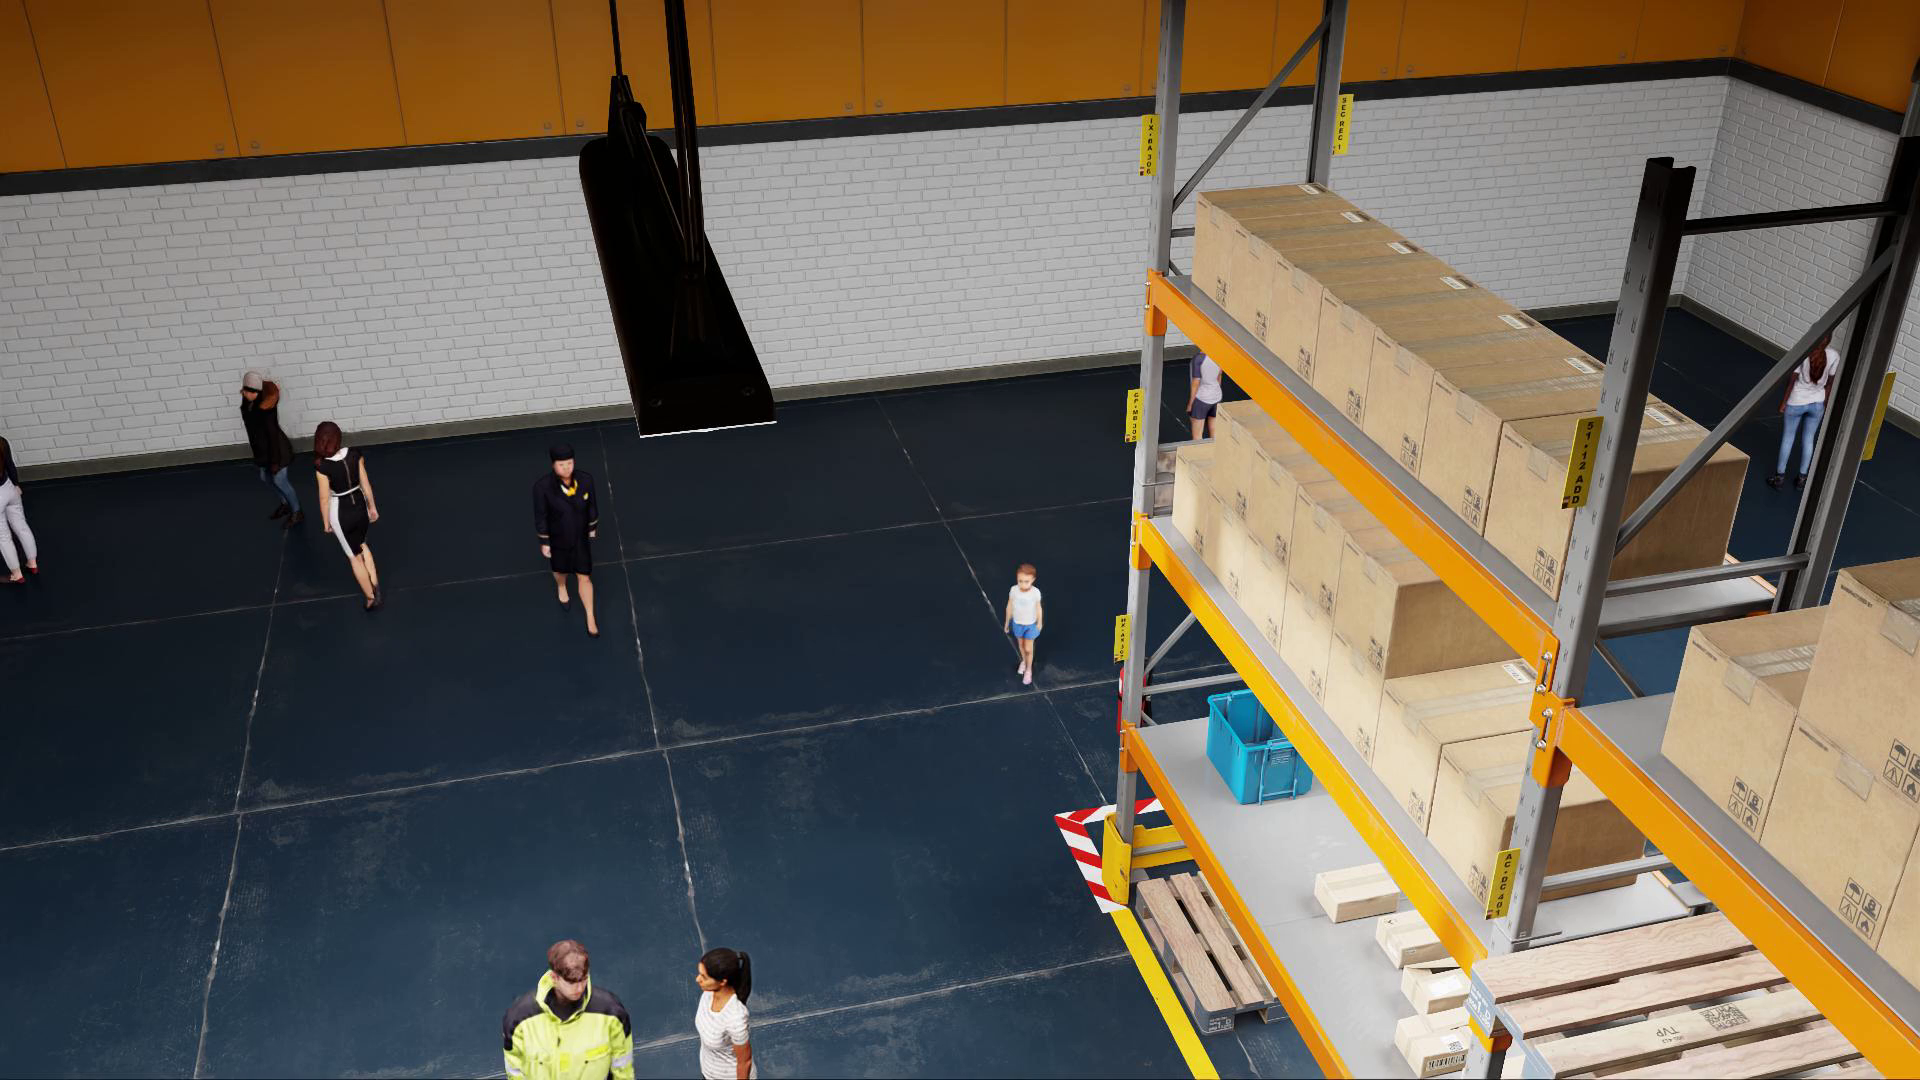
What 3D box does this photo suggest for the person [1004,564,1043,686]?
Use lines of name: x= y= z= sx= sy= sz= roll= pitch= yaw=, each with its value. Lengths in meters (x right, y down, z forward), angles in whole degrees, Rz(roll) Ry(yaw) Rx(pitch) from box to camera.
person: x=0.534 y=0.612 z=13.241 sx=0.553 sy=1.010 sz=0.618 roll=12 pitch=31 yaw=21

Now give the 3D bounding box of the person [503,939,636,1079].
person: x=-1.957 y=2.722 z=8.390 sx=0.798 sy=1.952 sz=0.749 roll=-5 pitch=29 yaw=-9

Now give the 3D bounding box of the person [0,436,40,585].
person: x=-8.355 y=-0.369 z=14.415 sx=0.743 sy=1.608 sz=0.638 roll=8 pitch=30 yaw=15

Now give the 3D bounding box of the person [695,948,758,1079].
person: x=-1.193 y=2.761 z=8.638 sx=0.675 sy=1.646 sz=0.532 roll=-14 pitch=32 yaw=-24

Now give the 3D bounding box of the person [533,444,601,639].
person: x=-3.275 y=-0.044 z=13.796 sx=0.824 sy=1.629 sz=1.131 roll=-13 pitch=31 yaw=-22

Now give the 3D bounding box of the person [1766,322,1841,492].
person: x=8.123 y=-1.290 z=15.986 sx=0.658 sy=1.721 sz=0.644 roll=4 pitch=29 yaw=7

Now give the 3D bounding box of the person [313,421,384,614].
person: x=-5.008 y=-0.146 z=13.817 sx=0.770 sy=1.790 sz=0.722 roll=21 pitch=35 yaw=33

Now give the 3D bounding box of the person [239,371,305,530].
person: x=-6.302 y=-0.847 z=15.294 sx=0.836 sy=1.606 sz=0.746 roll=-20 pitch=34 yaw=-32
